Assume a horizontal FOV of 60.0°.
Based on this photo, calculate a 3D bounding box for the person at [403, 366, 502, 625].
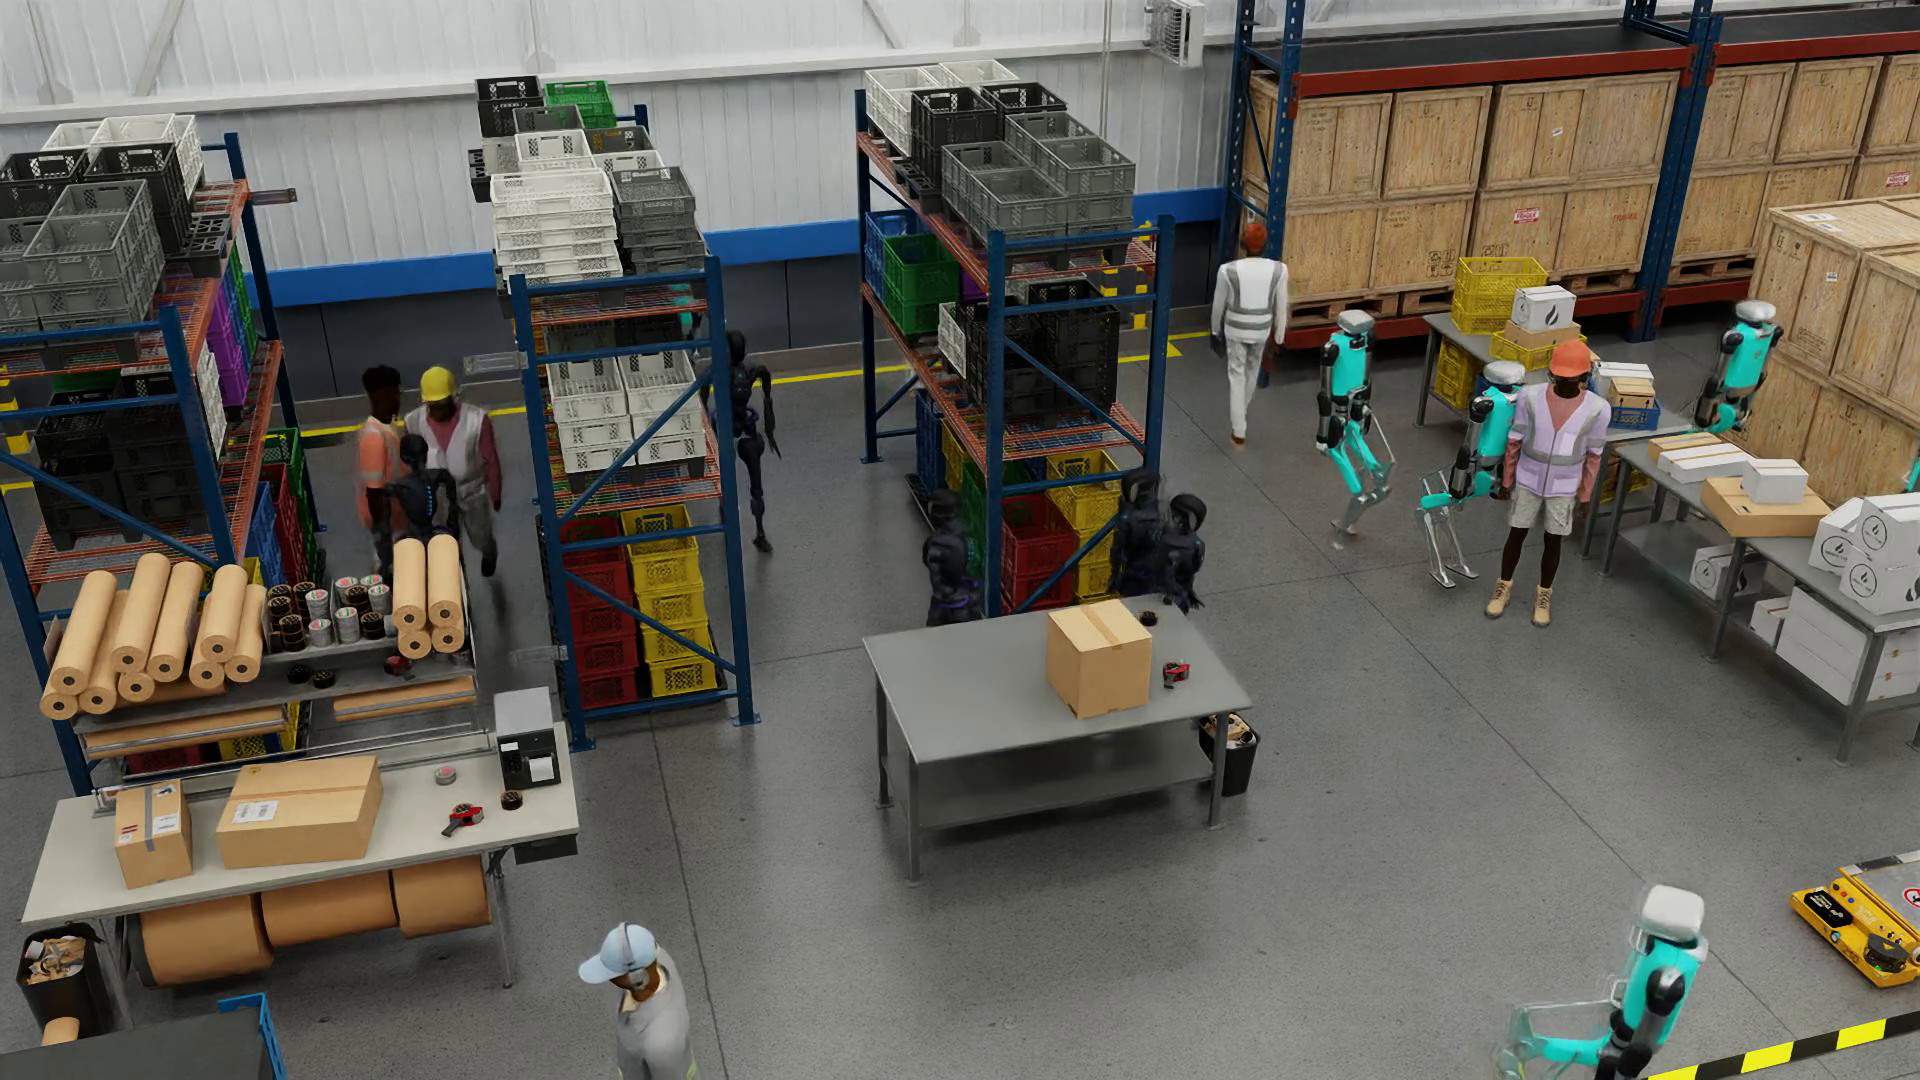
[{"bbox_3d":[-3.378,-0.349,11.197,0.593,1.813,0.684,-4,29,-7],"label":"person"}]

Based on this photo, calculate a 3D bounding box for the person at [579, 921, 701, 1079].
[{"bbox_3d":[-1.204,2.209,6.502,0.398,1.848,0.587,-8,30,-14],"label":"person"}]

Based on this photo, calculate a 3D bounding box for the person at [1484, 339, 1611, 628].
[{"bbox_3d":[3.882,-0.370,10.994,0.605,2.045,0.375,12,31,21],"label":"person"}]

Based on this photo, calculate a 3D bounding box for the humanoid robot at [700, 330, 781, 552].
[{"bbox_3d":[-1.622,-0.750,12.112,0.600,1.620,0.789,-12,31,-21],"label":"humanoid robot"}]

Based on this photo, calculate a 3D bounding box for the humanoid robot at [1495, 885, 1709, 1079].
[{"bbox_3d":[2.611,2.093,6.834,1.046,1.738,0.558,14,32,24],"label":"humanoid robot"}]

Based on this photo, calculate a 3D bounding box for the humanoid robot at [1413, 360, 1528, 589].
[{"bbox_3d":[3.449,-0.507,11.424,0.533,1.673,0.735,-16,32,-26],"label":"humanoid robot"}]

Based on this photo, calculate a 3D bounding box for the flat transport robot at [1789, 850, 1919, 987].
[{"bbox_3d":[5.163,1.916,8.676,1.431,0.231,0.659,-8,30,-14],"label":"flat transport robot"}]

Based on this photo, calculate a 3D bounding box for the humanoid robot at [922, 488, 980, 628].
[{"bbox_3d":[-0.018,0.454,9.915,0.678,1.632,0.609,9,30,15],"label":"humanoid robot"}]

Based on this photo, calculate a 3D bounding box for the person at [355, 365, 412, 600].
[{"bbox_3d":[-3.675,-0.154,10.736,0.369,1.925,0.726,-4,29,-8],"label":"person"}]

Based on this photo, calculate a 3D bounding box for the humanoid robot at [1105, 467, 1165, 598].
[{"bbox_3d":[1.062,0.289,10.208,0.730,1.624,0.588,-12,31,-21],"label":"humanoid robot"}]

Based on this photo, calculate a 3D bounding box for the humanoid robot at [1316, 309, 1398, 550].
[{"bbox_3d":[2.886,-0.742,11.967,0.531,1.794,0.675,-22,35,-34],"label":"humanoid robot"}]

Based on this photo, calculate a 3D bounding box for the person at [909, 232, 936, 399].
[{"bbox_3d":[-0.054,-2.050,14.303,0.856,1.804,0.621,-7,30,-13],"label":"person"}]

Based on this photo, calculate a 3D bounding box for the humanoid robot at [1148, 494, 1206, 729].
[{"bbox_3d":[1.333,0.414,9.989,0.780,1.614,0.622,11,31,18],"label":"humanoid robot"}]

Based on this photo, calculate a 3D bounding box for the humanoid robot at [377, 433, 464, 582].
[{"bbox_3d":[-3.425,0.102,10.545,0.603,1.640,0.622,23,36,36],"label":"humanoid robot"}]

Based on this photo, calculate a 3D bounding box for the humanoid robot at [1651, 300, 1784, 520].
[{"bbox_3d":[5.581,-1.023,12.572,0.546,1.840,0.854,-12,31,-21],"label":"humanoid robot"}]

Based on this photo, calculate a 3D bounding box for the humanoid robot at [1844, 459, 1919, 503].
[{"bbox_3d":[6.057,-0.140,10.891,0.552,1.735,0.996,-24,37,-36],"label":"humanoid robot"}]

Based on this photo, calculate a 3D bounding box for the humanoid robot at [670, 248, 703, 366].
[{"bbox_3d":[-2.434,-1.588,13.515,0.528,1.730,0.959,-24,37,-37],"label":"humanoid robot"}]

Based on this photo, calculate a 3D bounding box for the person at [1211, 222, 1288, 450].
[{"bbox_3d":[2.340,-1.745,13.696,0.580,1.843,0.927,-2,29,-4],"label":"person"}]
